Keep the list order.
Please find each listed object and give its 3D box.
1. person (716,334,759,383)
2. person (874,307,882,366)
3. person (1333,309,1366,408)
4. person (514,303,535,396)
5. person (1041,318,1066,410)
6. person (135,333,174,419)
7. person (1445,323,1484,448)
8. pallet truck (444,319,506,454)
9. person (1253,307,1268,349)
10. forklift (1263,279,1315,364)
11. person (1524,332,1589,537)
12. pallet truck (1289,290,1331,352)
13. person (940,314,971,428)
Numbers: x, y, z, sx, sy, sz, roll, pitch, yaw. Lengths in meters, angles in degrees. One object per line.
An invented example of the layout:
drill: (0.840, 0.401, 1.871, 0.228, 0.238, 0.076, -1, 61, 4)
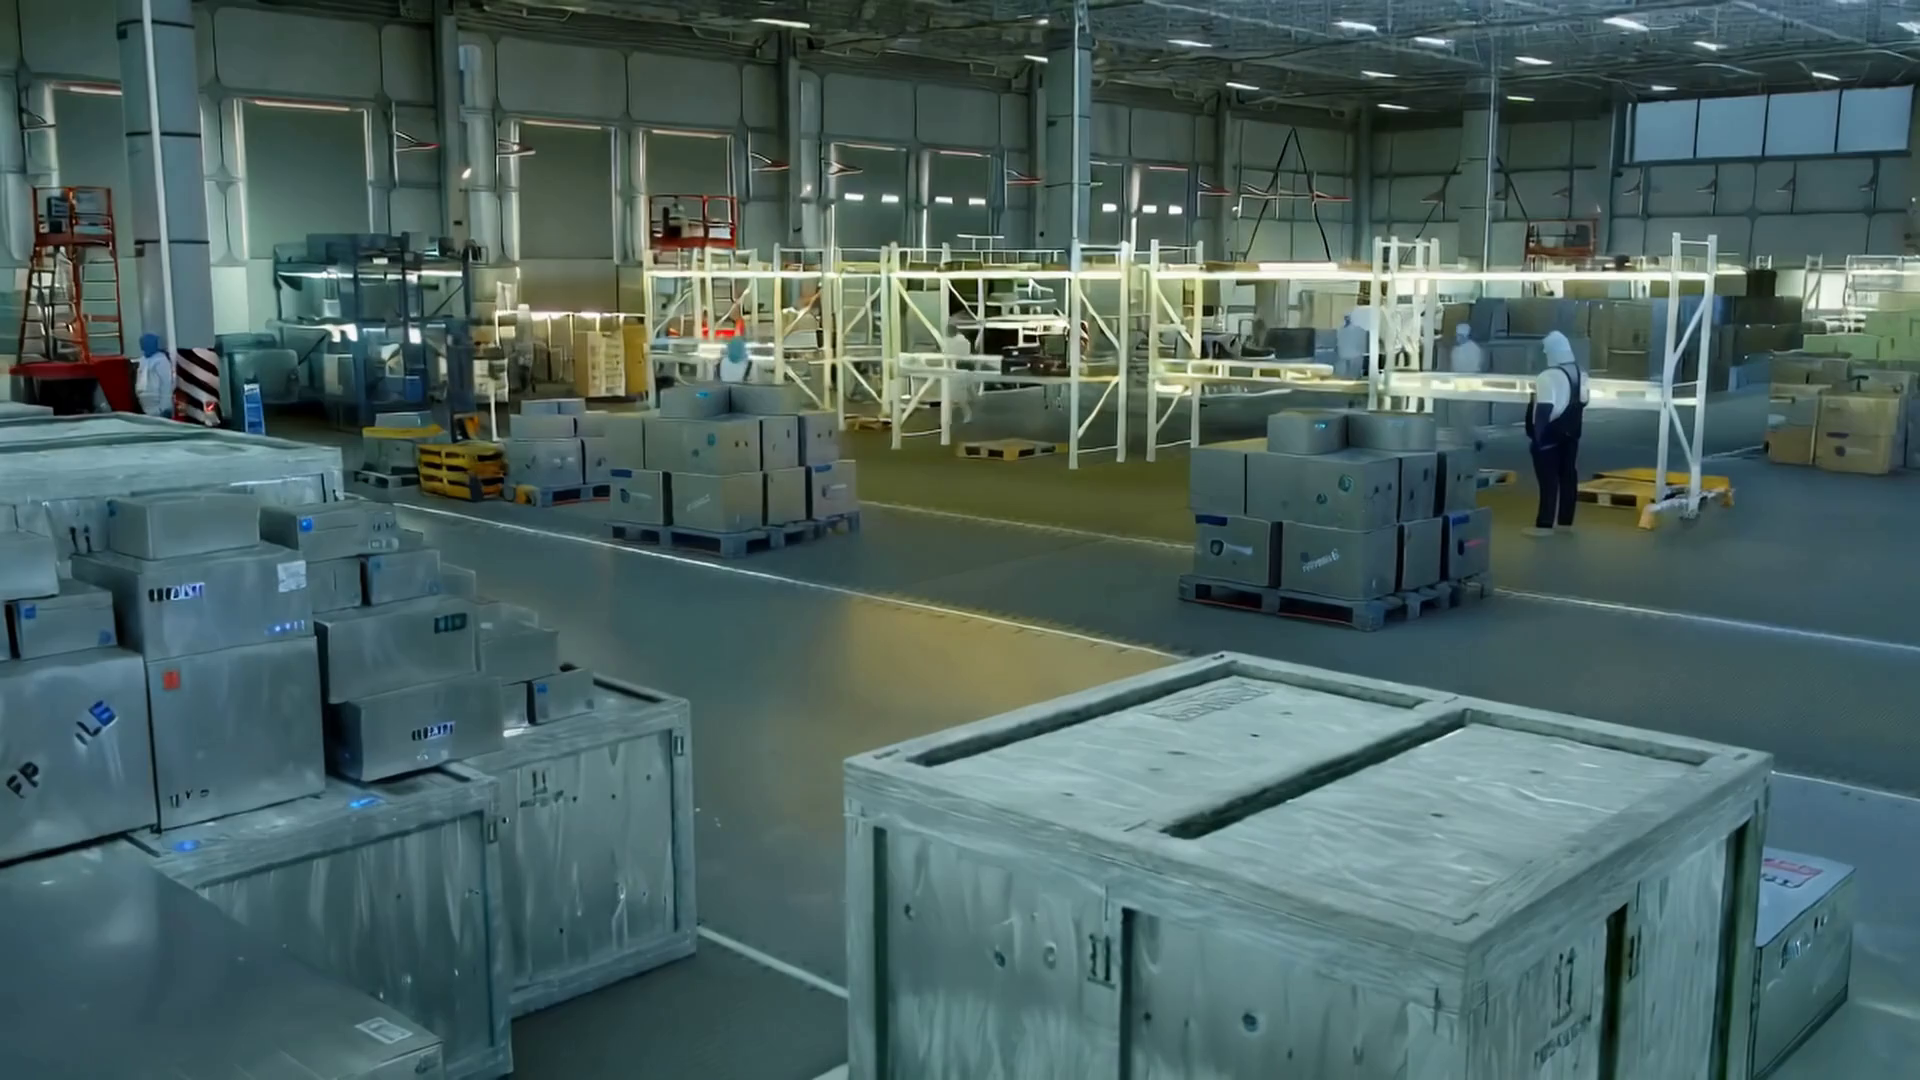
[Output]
person: (-2.704, -1.578, 20.312, 0.591, 1.870, 0.625, 4, 10, 22)
person: (-2.144, -5.387, 44.397, 0.320, 1.631, 0.526, 0, 9, -2)
person: (7.312, -3.380, 31.221, 0.630, 1.922, 0.598, 8, 12, 39)
person: (-9.103, -3.964, 34.720, 0.347, 1.943, 0.545, 5, 10, 27)
person: (1.763, -3.316, 31.370, 0.484, 1.739, 0.320, -2, 10, -13)
person: (-10.298, -1.719, 21.279, 0.619, 1.839, 0.430, 8, 12, 42)
person: (7.008, -2.077, 23.259, 0.535, 1.905, 0.662, -3, 10, -17)
pallet truck: (-6.981, -1.942, 22.150, 1.885, 1.965, 0.823, 1, 9, 9)
person: (7.580, -5.025, 41.974, 0.536, 1.696, 0.321, -9, 13, -44)
forklift: (8.560, -6.090, 44.881, 1.873, 2.768, 1.129, 9, 13, 43)
person: (5.899, -1.058, 16.600, 0.688, 2.000, 0.535, -6, 11, -34)
pallet truck: (11.297, -6.951, 52.861, 1.885, 1.965, 0.823, -5, 11, -29)
person: (-0.068, -2.802, 27.702, 0.601, 1.904, 0.529, 6, 11, 35)
